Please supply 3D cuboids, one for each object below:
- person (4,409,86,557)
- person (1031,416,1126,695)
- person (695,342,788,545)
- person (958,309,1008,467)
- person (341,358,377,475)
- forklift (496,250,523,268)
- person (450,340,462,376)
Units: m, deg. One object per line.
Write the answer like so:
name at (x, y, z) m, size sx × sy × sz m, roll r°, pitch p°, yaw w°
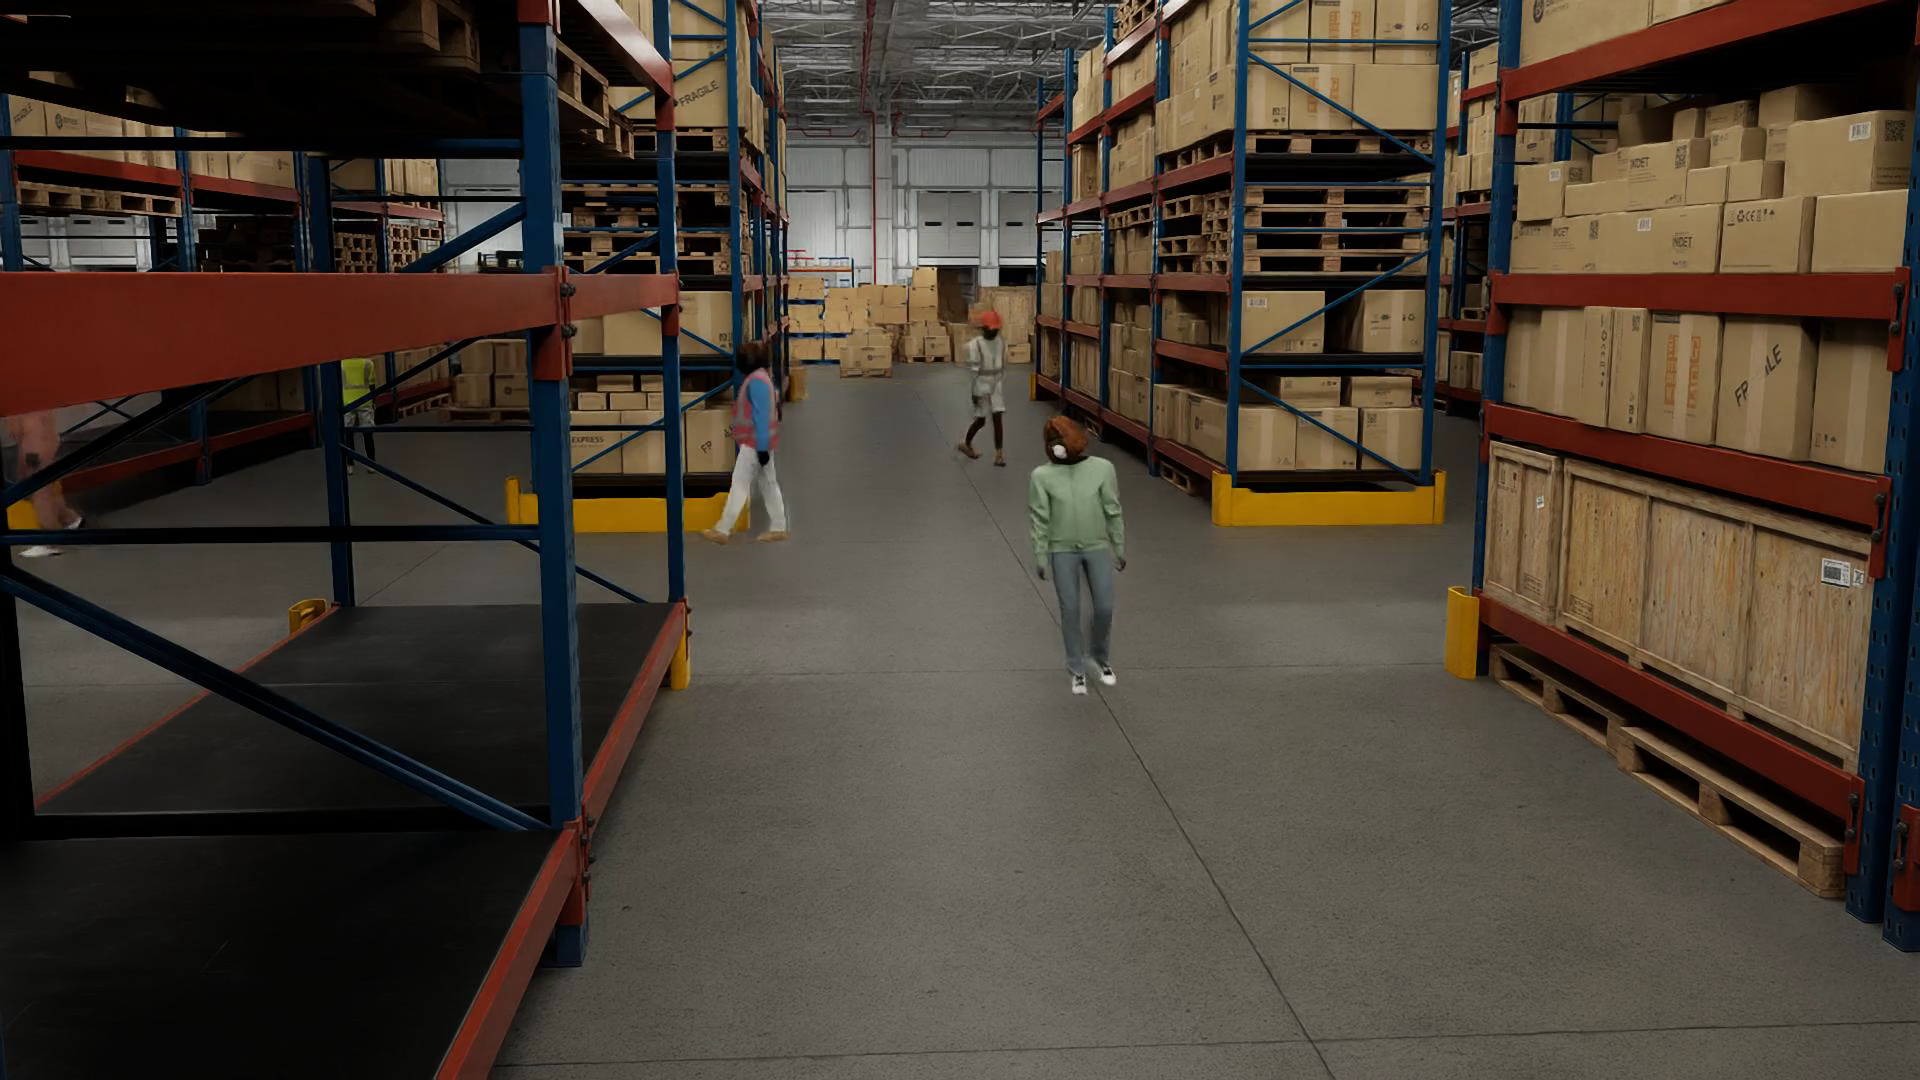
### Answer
person at (-7.913, -0.801, 14.313) m, size 0.512 × 1.872 × 0.738 m, roll -6°, pitch 11°, yaw -33°
person at (0.677, 0.088, 9.561) m, size 0.545 × 1.609 × 0.336 m, roll 1°, pitch 9°, yaw 5°
person at (-1.958, -0.852, 14.848) m, size 0.899 × 1.802 × 0.650 m, roll -1°, pitch 9°, yaw -6°
person at (0.298, -1.939, 21.095) m, size 0.615 × 1.999 × 0.819 m, roll -5°, pitch 11°, yaw -31°
person at (-7.287, -1.624, 20.034) m, size 0.532 × 1.696 × 0.319 m, roll -6°, pitch 11°, yaw -32°
forklift at (-7.501, -3.626, 28.895) m, size 1.129 × 2.768 × 1.873 m, roll -1°, pitch 9°, yaw -4°
person at (-10.201, -3.793, 33.837) m, size 0.533 × 1.637 × 0.917 m, roll -7°, pitch 11°, yaw -37°
